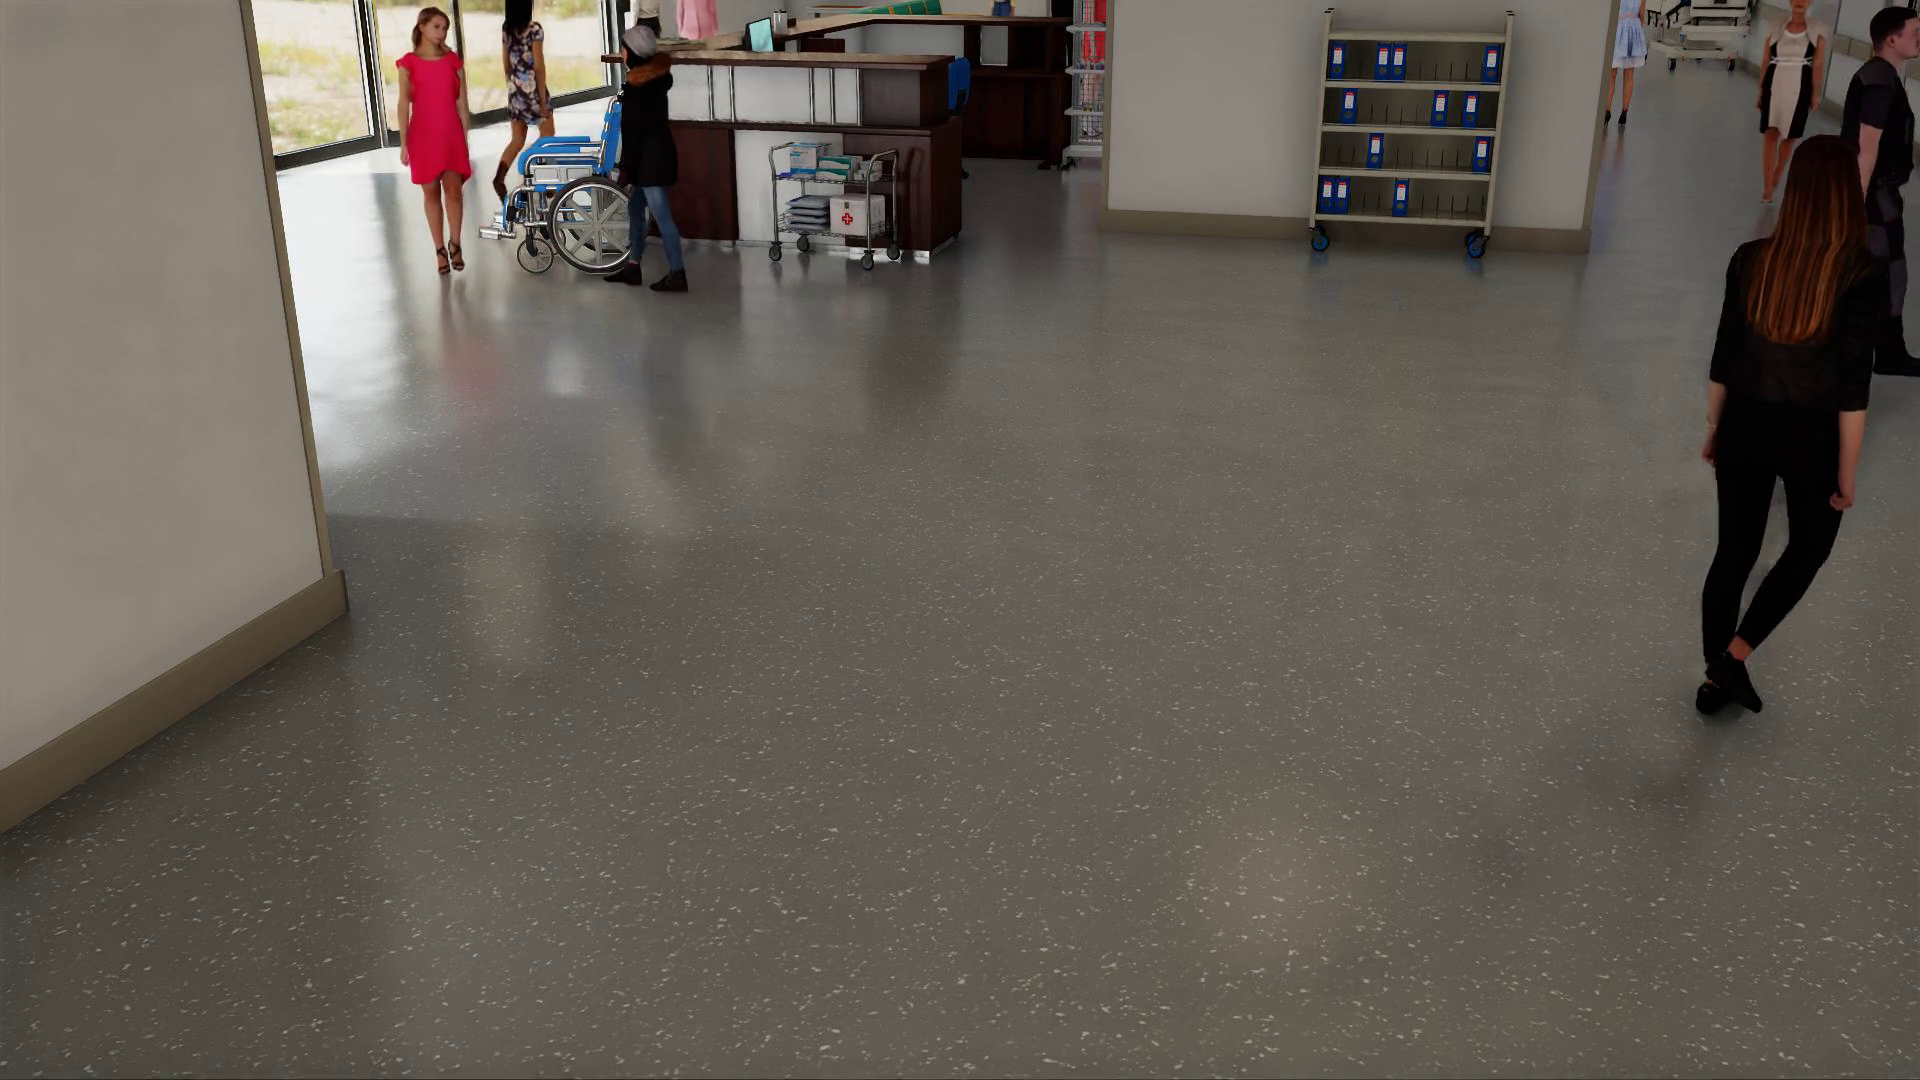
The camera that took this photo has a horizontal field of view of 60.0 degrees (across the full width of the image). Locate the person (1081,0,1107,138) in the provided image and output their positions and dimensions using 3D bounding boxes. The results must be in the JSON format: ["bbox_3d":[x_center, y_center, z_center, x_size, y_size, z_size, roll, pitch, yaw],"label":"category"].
[{"bbox_3d":[1.445,-5.257,17.731,0.581,1.827,0.638,10,23,26],"label":"person"}]

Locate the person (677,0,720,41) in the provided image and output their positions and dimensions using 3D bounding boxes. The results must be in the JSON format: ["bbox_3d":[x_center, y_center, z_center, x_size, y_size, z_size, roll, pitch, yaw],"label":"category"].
[{"bbox_3d":[-3.048,-5.884,19.482,1.117,1.759,0.972,-3,21,-7],"label":"person"}]

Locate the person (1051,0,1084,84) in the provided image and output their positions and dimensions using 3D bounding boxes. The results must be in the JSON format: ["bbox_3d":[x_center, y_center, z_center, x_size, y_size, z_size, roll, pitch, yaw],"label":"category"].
[{"bbox_3d":[1.481,-7.171,23.080,0.649,1.617,0.769,12,24,29],"label":"person"}]

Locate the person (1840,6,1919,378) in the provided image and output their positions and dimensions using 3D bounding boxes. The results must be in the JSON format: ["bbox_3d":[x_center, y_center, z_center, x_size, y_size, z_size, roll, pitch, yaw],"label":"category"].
[{"bbox_3d":[4.525,-1.757,8.513,1.212,1.810,0.781,8,22,19],"label":"person"}]

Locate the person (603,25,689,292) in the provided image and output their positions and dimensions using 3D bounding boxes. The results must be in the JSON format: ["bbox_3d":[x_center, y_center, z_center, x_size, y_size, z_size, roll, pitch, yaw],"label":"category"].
[{"bbox_3d":[-1.844,-2.341,10.325,0.864,1.620,0.755,0,21,0],"label":"person"}]

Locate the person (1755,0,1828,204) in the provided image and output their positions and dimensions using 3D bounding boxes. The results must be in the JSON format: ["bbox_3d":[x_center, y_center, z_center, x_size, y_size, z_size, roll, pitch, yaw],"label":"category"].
[{"bbox_3d":[6.747,-3.610,13.546,1.088,1.712,0.845,11,23,26],"label":"person"}]

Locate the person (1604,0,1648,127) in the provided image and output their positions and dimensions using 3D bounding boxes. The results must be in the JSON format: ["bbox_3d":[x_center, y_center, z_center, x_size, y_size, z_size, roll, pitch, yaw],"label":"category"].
[{"bbox_3d":[7.404,-5.570,18.569,0.720,1.818,0.812,1,21,4],"label":"person"}]

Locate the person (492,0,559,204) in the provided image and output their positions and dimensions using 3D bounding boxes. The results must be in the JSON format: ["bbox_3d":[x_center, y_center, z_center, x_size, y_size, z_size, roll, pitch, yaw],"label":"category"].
[{"bbox_3d":[-3.523,-3.529,13.347,1.099,1.700,0.779,9,22,21],"label":"person"}]

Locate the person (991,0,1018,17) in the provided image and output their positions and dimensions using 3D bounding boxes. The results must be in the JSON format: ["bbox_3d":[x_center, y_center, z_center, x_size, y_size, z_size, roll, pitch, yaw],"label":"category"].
[{"bbox_3d":[0.656,-7.948,25.113,0.659,1.630,0.783,19,28,41],"label":"person"}]

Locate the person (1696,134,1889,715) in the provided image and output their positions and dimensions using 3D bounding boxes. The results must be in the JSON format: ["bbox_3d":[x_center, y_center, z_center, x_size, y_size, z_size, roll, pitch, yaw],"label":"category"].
[{"bbox_3d":[2.278,-0.263,4.720,0.837,1.703,0.772,-16,26,-37],"label":"person"}]

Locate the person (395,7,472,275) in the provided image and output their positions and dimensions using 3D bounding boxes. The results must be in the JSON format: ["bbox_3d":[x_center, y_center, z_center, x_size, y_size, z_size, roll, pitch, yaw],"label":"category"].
[{"bbox_3d":[-3.434,-2.620,10.937,0.712,1.707,0.794,-4,21,-11],"label":"person"}]

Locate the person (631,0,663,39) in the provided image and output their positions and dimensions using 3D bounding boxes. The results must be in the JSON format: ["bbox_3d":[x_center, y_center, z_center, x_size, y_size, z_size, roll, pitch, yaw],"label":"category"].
[{"bbox_3d":[-3.923,-6.436,20.864,0.694,1.812,0.730,15,25,34],"label":"person"}]
